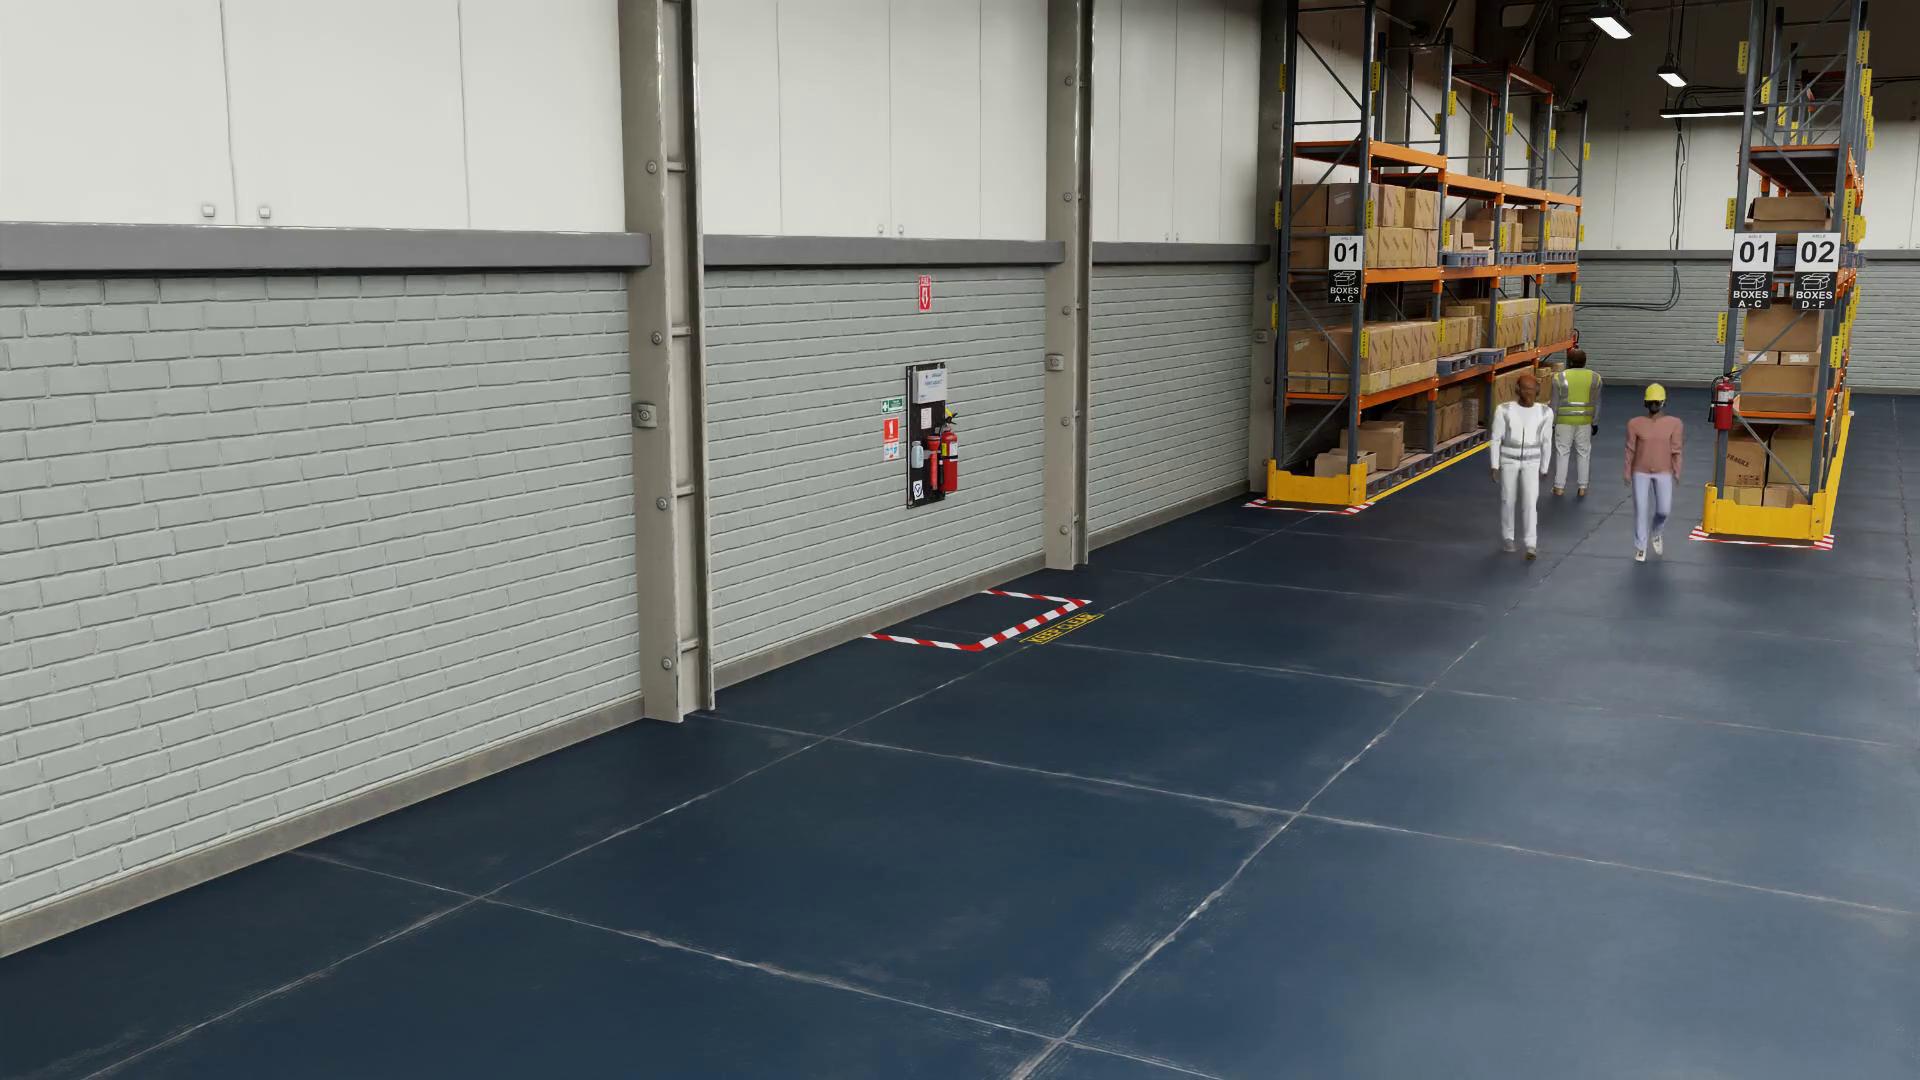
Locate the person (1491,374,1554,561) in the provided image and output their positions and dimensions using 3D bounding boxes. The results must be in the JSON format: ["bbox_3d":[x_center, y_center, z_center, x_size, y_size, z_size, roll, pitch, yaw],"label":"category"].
[{"bbox_3d":[5.576,-0.732,16.546,0.585,1.832,0.976,2,10,14],"label":"person"}]

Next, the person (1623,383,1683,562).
[{"bbox_3d":[6.786,-0.660,16.322,0.542,1.757,0.404,4,10,20],"label":"person"}]

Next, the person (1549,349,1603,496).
[{"bbox_3d":[7.683,-1.469,20.827,0.633,1.841,0.429,1,10,5],"label":"person"}]
